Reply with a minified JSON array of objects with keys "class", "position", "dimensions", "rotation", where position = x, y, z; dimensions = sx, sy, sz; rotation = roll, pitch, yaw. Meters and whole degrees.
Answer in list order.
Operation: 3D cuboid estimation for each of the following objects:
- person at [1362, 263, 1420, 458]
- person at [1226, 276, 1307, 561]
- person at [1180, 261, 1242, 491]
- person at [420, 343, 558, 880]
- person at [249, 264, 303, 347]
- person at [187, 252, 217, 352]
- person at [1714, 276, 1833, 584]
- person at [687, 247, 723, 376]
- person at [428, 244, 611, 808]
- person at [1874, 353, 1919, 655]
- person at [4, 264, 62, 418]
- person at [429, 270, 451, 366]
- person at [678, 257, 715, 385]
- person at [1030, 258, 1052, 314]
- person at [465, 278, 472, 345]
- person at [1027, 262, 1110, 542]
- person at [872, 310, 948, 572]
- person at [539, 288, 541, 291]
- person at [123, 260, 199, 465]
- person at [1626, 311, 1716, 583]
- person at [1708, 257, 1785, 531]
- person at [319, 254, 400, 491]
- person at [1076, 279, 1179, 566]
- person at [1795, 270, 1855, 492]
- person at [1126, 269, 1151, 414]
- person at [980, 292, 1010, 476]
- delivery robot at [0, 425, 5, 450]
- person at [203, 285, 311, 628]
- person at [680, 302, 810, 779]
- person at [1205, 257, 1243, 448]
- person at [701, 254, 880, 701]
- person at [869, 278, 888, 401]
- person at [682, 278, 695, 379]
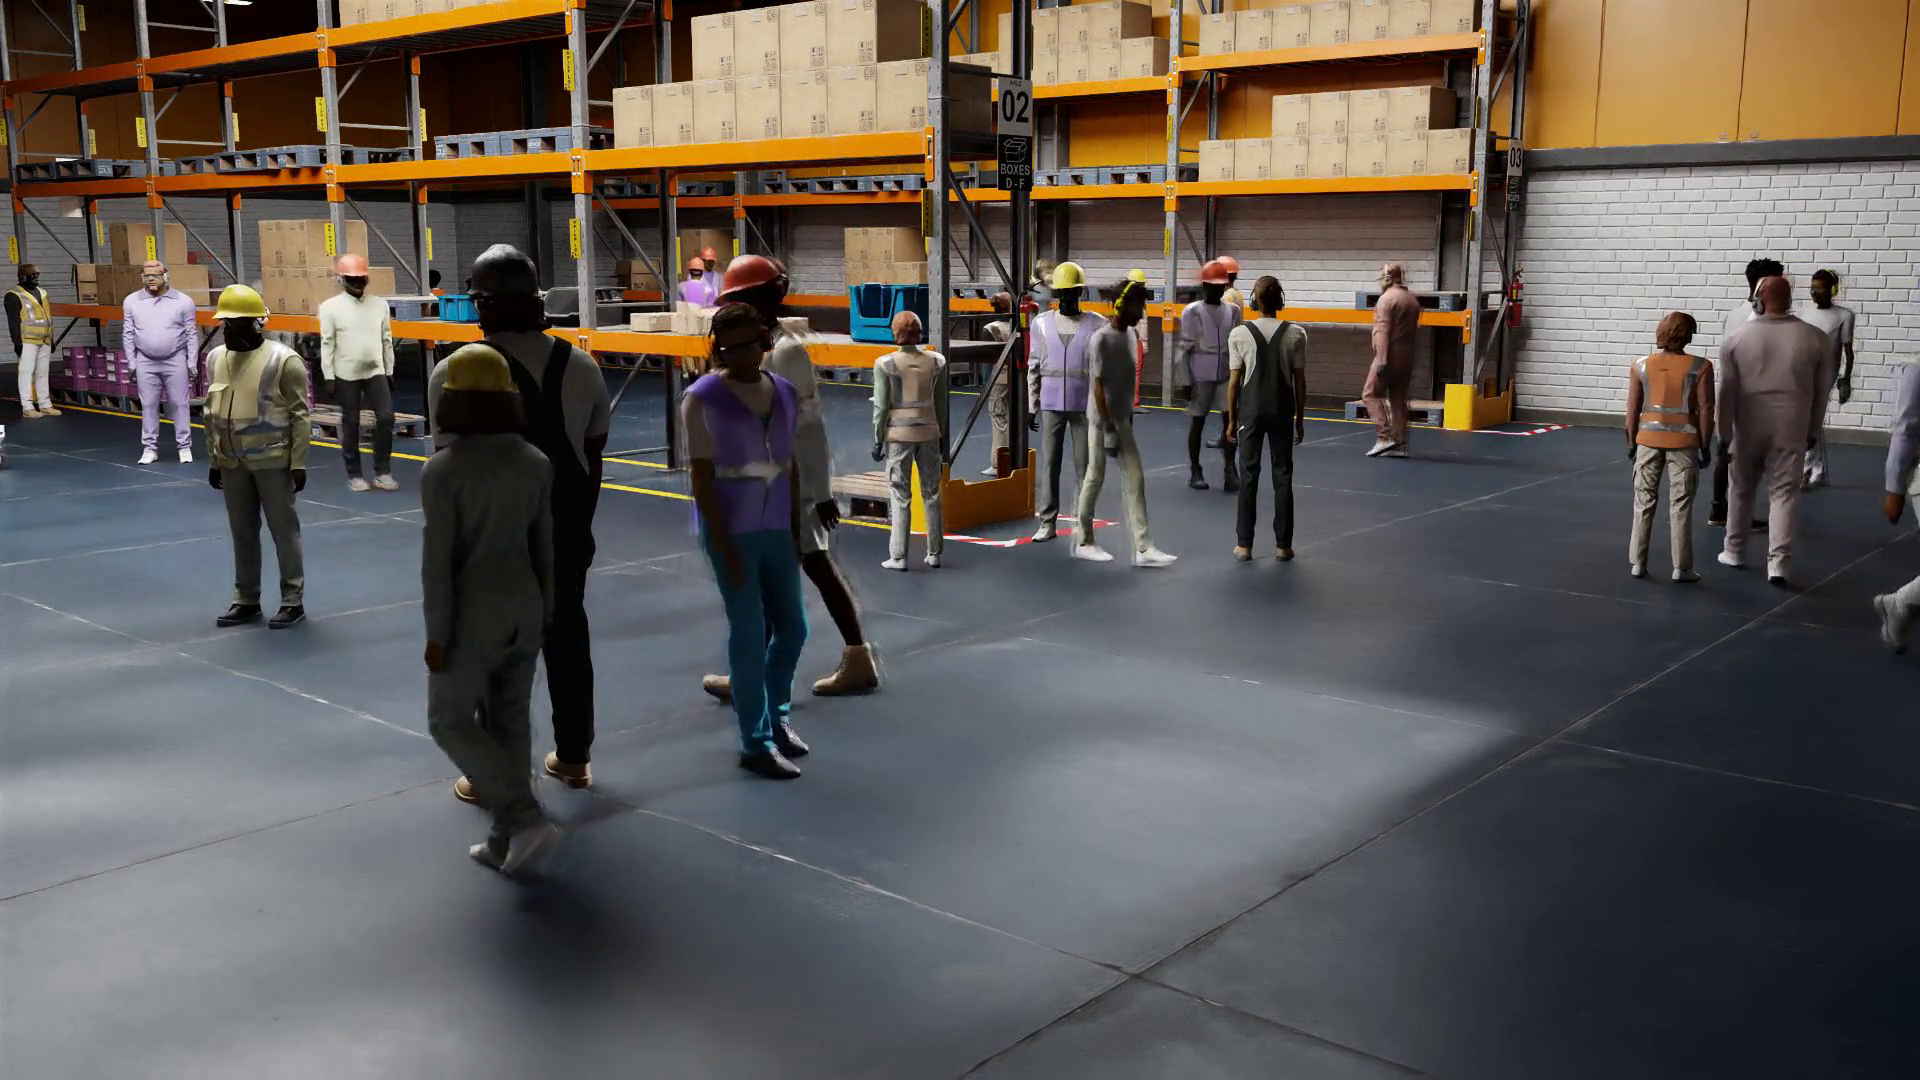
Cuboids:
[{"class":"person","position":[4.161,-1.721,16.040],"dimensions":[0.678,1.877,0.474],"rotation":[-10,14,-44]},{"class":"person","position":[1.980,-0.780,10.779],"dimensions":[0.504,1.847,0.345],"rotation":[1,10,8]},{"class":"person","position":[2.136,-1.336,13.751],"dimensions":[0.584,1.911,0.775],"rotation":[-3,10,-16]},{"class":"person","position":[-1.463,0.247,5.263],"dimensions":[0.436,1.727,0.497],"rotation":[7,12,36]},{"class":"person","position":[-8.799,-2.668,21.302],"dimensions":[0.542,1.922,0.660],"rotation":[8,13,39]},{"class":"person","position":[-12.044,-3.577,26.420],"dimensions":[0.362,1.965,0.774],"rotation":[4,11,22]},{"class":"person","position":[4.953,-0.676,10.182],"dimensions":[0.638,1.863,0.959],"rotation":[4,11,21]},{"class":"person","position":[-3.772,-3.350,24.852],"dimensions":[0.605,2.043,0.379],"rotation":[-8,13,-38]},{"class":"person","position":[-1.647,-0.053,6.084],"dimensions":[0.537,2.000,0.682],"rotation":[10,14,43]},{"class":"person","position":[4.570,-0.269,7.712],"dimensions":[0.617,1.906,0.824],"rotation":[-1,10,-5]},{"class":"person","position":[-11.100,-2.381,19.935],"dimensions":[0.429,1.836,0.625],"rotation":[2,10,9]},{"class":"person","position":[-7.904,-3.225,25.120],"dimensions":[0.321,1.697,0.530],"rotation":[4,11,22]},{"class":"person","position":[-3.609,-2.913,22.746],"dimensions":[0.548,1.912,0.781],"rotation":[-2,10,-14]},{"class":"person","position":[0.963,-2.619,21.102],"dimensions":[0.465,1.909,0.721],"rotation":[8,13,39]},{"class":"person","position":[-5.652,-2.258,19.662],"dimensions":[0.536,1.691,0.323],"rotation":[8,13,38]},{"class":"person","position":[0.745,-0.934,11.425],"dimensions":[0.587,1.927,0.369],"rotation":[2,10,14]},{"class":"person","position":[-0.309,-0.617,10.440],"dimensions":[0.513,1.638,0.313],"rotation":[-5,11,-25]},{"class":"person","position":[-6.312,-3.098,24.016],"dimensions":[0.404,1.829,0.600],"rotation":[7,12,33]},{"class":"person","position":[-7.492,-1.660,15.615],"dimensions":[0.642,1.909,0.399],"rotation":[-3,10,-15]},{"class":"person","position":[4.307,-0.561,10.113],"dimensions":[0.512,1.642,0.312],"rotation":[8,13,39]},{"class":"person","position":[5.664,-1.038,11.943],"dimensions":[0.380,1.957,0.606],"rotation":[0,10,-1]},{"class":"person","position":[-4.929,-1.364,13.737],"dimensions":[0.647,1.968,0.681],"rotation":[-9,13,-40]},{"class":"person","position":[1.043,-0.724,10.518],"dimensions":[0.878,1.817,0.535],"rotation":[9,14,43]},{"class":"person","position":[7.087,-1.318,13.894],"dimensions":[0.808,1.833,0.535],"rotation":[-5,11,-26]},{"class":"person","position":[2.148,-2.433,20.419],"dimensions":[0.316,1.766,0.533],"rotation":[-5,11,-28]},{"class":"person","position":[0.402,-1.382,14.799],"dimensions":[0.513,1.638,0.307],"rotation":[-8,13,-38]},{"class":"delivery robot","position":[-9.036,-0.923,14.999],"dimensions":[0.707,0.478,0.477],"rotation":[-1,10,-8]},{"class":"person","position":[-3.756,-0.436,8.857],"dimensions":[0.599,1.830,0.403],"rotation":[2,10,13]},{"class":"person","position":[-0.786,0.001,6.394],"dimensions":[0.496,1.822,0.596],"rotation":[9,13,40]},{"class":"person","position":[2.675,-1.896,16.872],"dimensions":[0.367,1.934,0.553],"rotation":[3,11,19]},{"class":"person","position":[-0.790,-0.261,7.399],"dimensions":[0.929,1.983,0.631],"rotation":[-2,10,-9]},{"class":"person","position":[-1.038,-2.662,22.097],"dimensions":[0.268,1.632,0.507],"rotation":[8,13,38]},{"class":"person","position":[-4.160,-3.320,25.867],"dimensions":[0.277,1.628,0.500],"rotation":[6,12,31]}]
